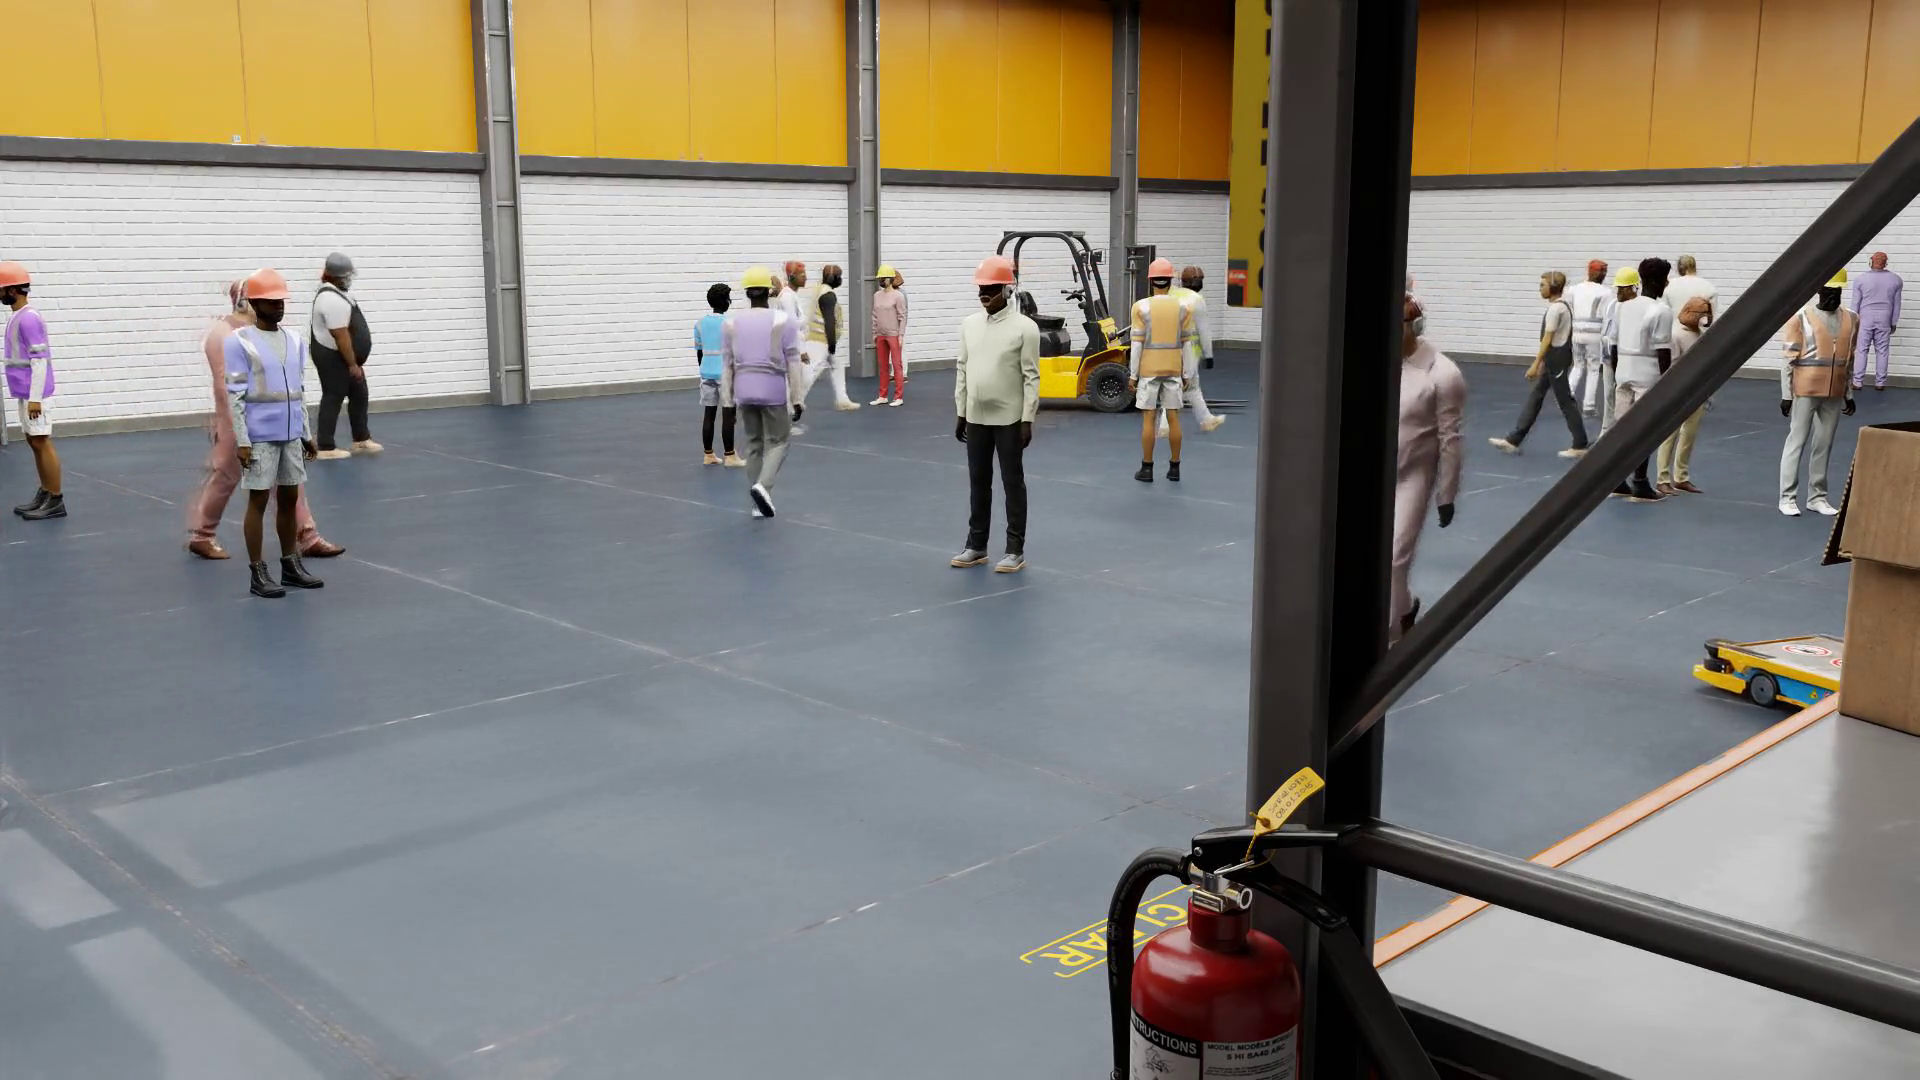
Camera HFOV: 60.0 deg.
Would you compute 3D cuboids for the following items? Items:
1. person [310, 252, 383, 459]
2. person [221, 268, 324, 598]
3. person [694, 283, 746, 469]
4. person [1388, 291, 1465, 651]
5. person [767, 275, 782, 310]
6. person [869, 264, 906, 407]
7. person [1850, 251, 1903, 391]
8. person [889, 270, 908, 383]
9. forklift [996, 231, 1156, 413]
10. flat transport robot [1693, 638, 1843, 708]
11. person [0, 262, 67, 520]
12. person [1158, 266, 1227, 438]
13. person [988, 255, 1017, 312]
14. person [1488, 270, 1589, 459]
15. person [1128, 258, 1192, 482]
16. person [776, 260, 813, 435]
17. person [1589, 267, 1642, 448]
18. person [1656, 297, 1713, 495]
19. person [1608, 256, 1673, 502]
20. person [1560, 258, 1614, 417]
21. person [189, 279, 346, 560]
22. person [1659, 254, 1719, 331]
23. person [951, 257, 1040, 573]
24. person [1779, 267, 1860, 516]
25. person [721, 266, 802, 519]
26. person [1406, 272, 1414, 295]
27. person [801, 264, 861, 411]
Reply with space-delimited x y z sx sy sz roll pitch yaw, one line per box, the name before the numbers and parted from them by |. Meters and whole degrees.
person | -5.851 -1.773 15.813 0.678 2.000 0.769 -2 11 -9
person | -4.071 -0.637 9.895 0.361 1.939 0.543 5 12 27
person | -2.194 -1.501 15.266 0.541 1.696 0.316 7 12 33
person | 2.137 -0.289 8.175 0.645 1.878 0.865 9 14 41
person | -2.392 -2.626 21.588 0.519 1.618 0.456 6 12 29
person | -0.904 -2.546 20.804 0.525 1.759 0.337 9 14 41
person | 12.577 -3.008 22.911 0.643 1.909 0.410 2 11 10
person | -0.932 -3.091 24.109 0.270 1.632 0.504 -7 12 -33
forklift | 1.222 -2.721 20.561 2.313 2.155 1.214 2 11 13
flat transport robot | 4.050 0.662 7.362 0.652 0.197 1.431 -4 11 -22
person | -7.022 -1.114 12.511 0.377 1.932 0.548 -8 13 -36
person | 2.494 -1.994 17.664 0.953 1.796 0.658 -4 11 -23
person | 0.433 -2.141 18.144 0.433 1.918 0.554 1 10 6
person | 5.630 -1.674 15.946 0.963 1.793 0.535 4 11 20
person | 1.726 -1.467 14.430 0.552 1.934 0.363 -2 11 -10
person | -1.772 -2.036 17.727 0.486 1.866 0.586 1 10 5
person | 6.550 -1.782 16.457 0.403 1.823 0.587 -5 12 -26
person | 5.998 -1.185 13.722 0.507 1.630 0.268 -5 12 -26
person | 5.494 -1.290 13.384 0.367 1.962 0.612 -4 11 -19
person | 7.364 -2.354 19.456 0.482 1.864 0.597 -8 13 -37
person | -4.652 -0.774 10.895 1.010 1.858 0.643 2 11 13
person | 8.318 -2.303 19.051 0.731 1.910 0.435 3 11 13
person | 0.220 -0.792 10.587 0.608 1.995 0.377 7 12 33
person | 6.541 -1.136 12.649 0.595 1.925 0.374 -1 10 -7
person | -1.494 -1.081 12.398 0.604 1.907 0.541 2 11 12
person | 6.396 -3.287 24.489 0.645 1.893 0.422 -3 11 -18
person | -1.706 -2.447 20.186 0.908 1.795 0.645 -1 10 -7
